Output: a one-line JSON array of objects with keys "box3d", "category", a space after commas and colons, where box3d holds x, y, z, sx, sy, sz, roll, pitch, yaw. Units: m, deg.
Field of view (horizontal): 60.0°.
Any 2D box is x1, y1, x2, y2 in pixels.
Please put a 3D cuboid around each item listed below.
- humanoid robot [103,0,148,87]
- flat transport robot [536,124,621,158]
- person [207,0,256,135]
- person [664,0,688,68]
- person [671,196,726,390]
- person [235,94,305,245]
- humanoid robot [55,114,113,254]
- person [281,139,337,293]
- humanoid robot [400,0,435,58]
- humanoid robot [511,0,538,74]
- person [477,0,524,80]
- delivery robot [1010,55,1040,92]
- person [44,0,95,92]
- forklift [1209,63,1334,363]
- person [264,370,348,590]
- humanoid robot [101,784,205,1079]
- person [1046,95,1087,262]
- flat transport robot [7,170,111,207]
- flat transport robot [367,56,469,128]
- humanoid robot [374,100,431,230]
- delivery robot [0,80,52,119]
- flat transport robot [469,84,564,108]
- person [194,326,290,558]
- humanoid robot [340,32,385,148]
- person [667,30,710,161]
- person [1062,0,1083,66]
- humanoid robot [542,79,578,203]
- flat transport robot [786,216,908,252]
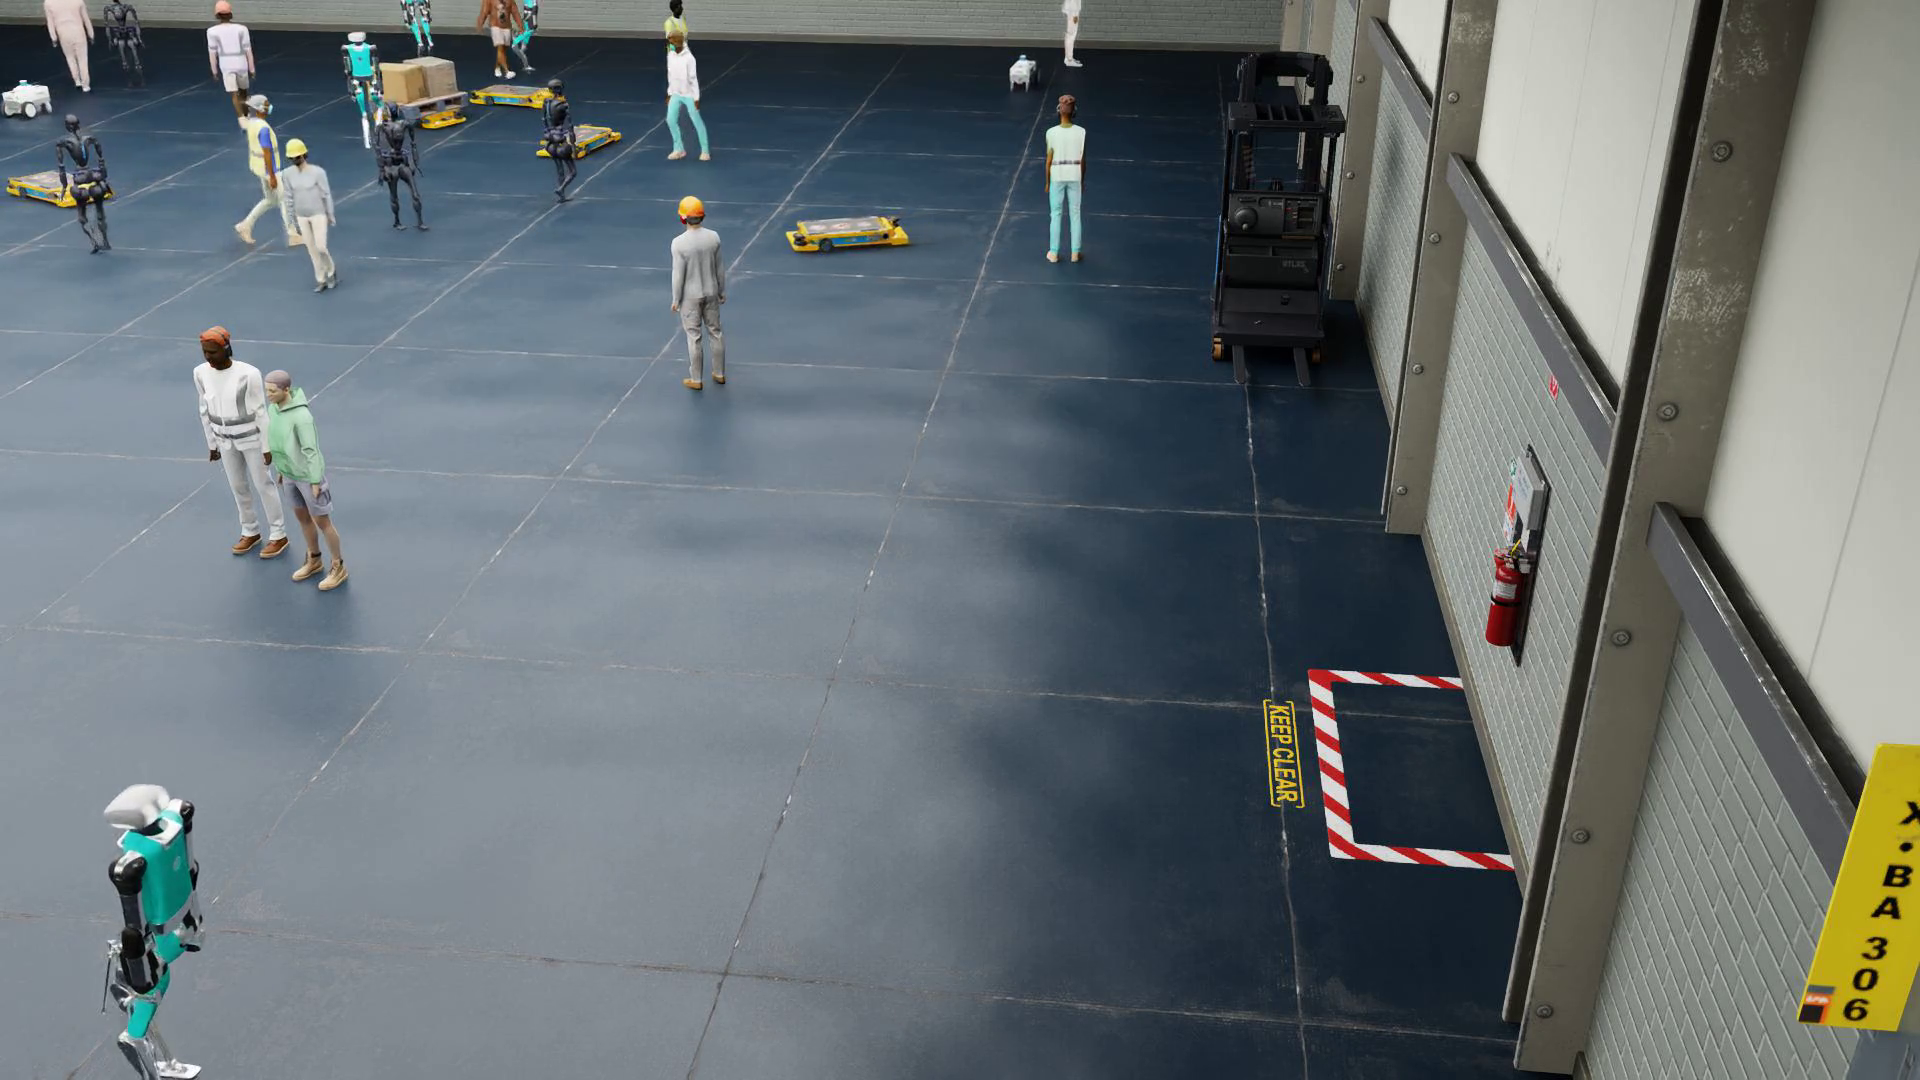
[{"box3d": [-14.596, -8.766, 29.058, 0.612, 1.649, 0.384, -6, 27, -12], "category": "humanoid robot"}, {"box3d": [-5.765, -6.034, 25.184, 0.659, 0.231, 1.431, 8, 28, 16], "category": "flat transport robot"}, {"box3d": [-11.316, -7.367, 25.915, 0.618, 2.004, 1.008, -14, 30, -25], "category": "person"}, {"box3d": [-4.733, -8.226, 27.965, 0.317, 1.694, 0.538, 13, 30, 25], "category": "person"}, {"box3d": [-2.521, -2.386, 16.087, 0.562, 1.898, 0.352, -18, 32, -31], "category": "person"}, {"box3d": [-8.513, -4.487, 20.326, 0.795, 1.872, 0.533, -18, 32, -31], "category": "person"}, {"box3d": [-10.618, -4.320, 20.213, 0.389, 1.678, 0.592, 20, 33, 34], "category": "humanoid robot"}, {"box3d": [-7.333, -3.642, 18.742, 0.551, 1.750, 0.380, 3, 27, 7], "category": "person"}, {"box3d": [-9.875, -9.513, 30.520, 0.531, 1.798, 0.802, -18, 32, -32], "category": "humanoid robot"}, {"box3d": [-7.934, -9.251, 30.091, 0.784, 1.888, 0.576, -17, 31, -31], "category": "humanoid robot"}, {"box3d": [-8.214, -9.158, 29.713, 0.818, 1.788, 0.947, -19, 33, -34], "category": "person"}, {"box3d": [1.110, -8.195, 29.172, 0.499, 0.587, 0.785, 6, 27, 12], "category": "delivery robot"}, {"box3d": [-15.374, -8.758, 28.825, 0.679, 1.870, 0.786, -10, 28, -19], "category": "person"}, {"box3d": [3.241, -3.477, 17.183, 1.129, 2.768, 1.873, 3, 27, 6], "category": "forklift"}, {"box3d": [-4.914, -0.464, 12.434, 0.471, 1.733, 0.324, 16, 31, 28], "category": "person"}, {"box3d": [-3.842, 1.941, 7.741, 0.757, 1.882, 0.542, 3, 27, 6], "category": "humanoid robot"}, {"box3d": [1.253, -4.282, 19.783, 0.483, 1.978, 0.405, -1, 27, -2], "category": "person"}, {"box3d": [-12.332, -4.803, 22.727, 1.431, 0.231, 0.659, 17, 31, 30], "category": "flat transport robot"}, {"box3d": [-8.722, -6.845, 26.803, 1.431, 0.231, 0.659, 16, 31, 28], "category": "flat transport robot"}, {"box3d": [-7.069, -4.711, 20.978, 0.589, 1.640, 0.603, -24, 35, -39], "category": "humanoid robot"}, {"box3d": [-15.271, -7.195, 27.185, 0.501, 0.597, 0.768, 7, 28, 14], "category": "delivery robot"}, {"box3d": [-7.494, -7.483, 28.078, 1.431, 0.231, 0.659, 8, 28, 16], "category": "flat transport robot"}, {"box3d": [-5.567, -0.754, 12.857, 0.566, 1.878, 0.354, 5, 27, 10], "category": "person"}, {"box3d": [-8.935, -6.766, 25.074, 0.533, 1.819, 0.821, -6, 27, -12], "category": "humanoid robot"}, {"box3d": [-4.043, -6.479, 24.268, 0.551, 1.885, 0.707, 17, 31, 30], "category": "person"}, {"box3d": [2.085, -9.762, 30.833, 0.402, 1.878, 0.495, -1, 27, -2], "category": "person"}, {"box3d": [-5.383, -5.303, 22.160, 0.611, 1.648, 0.410, 18, 32, 32], "category": "humanoid robot"}, {"box3d": [-1.411, -3.821, 20.767, 1.431, 0.231, 0.659, -6, 27, -13], "category": "flat transport robot"}]
